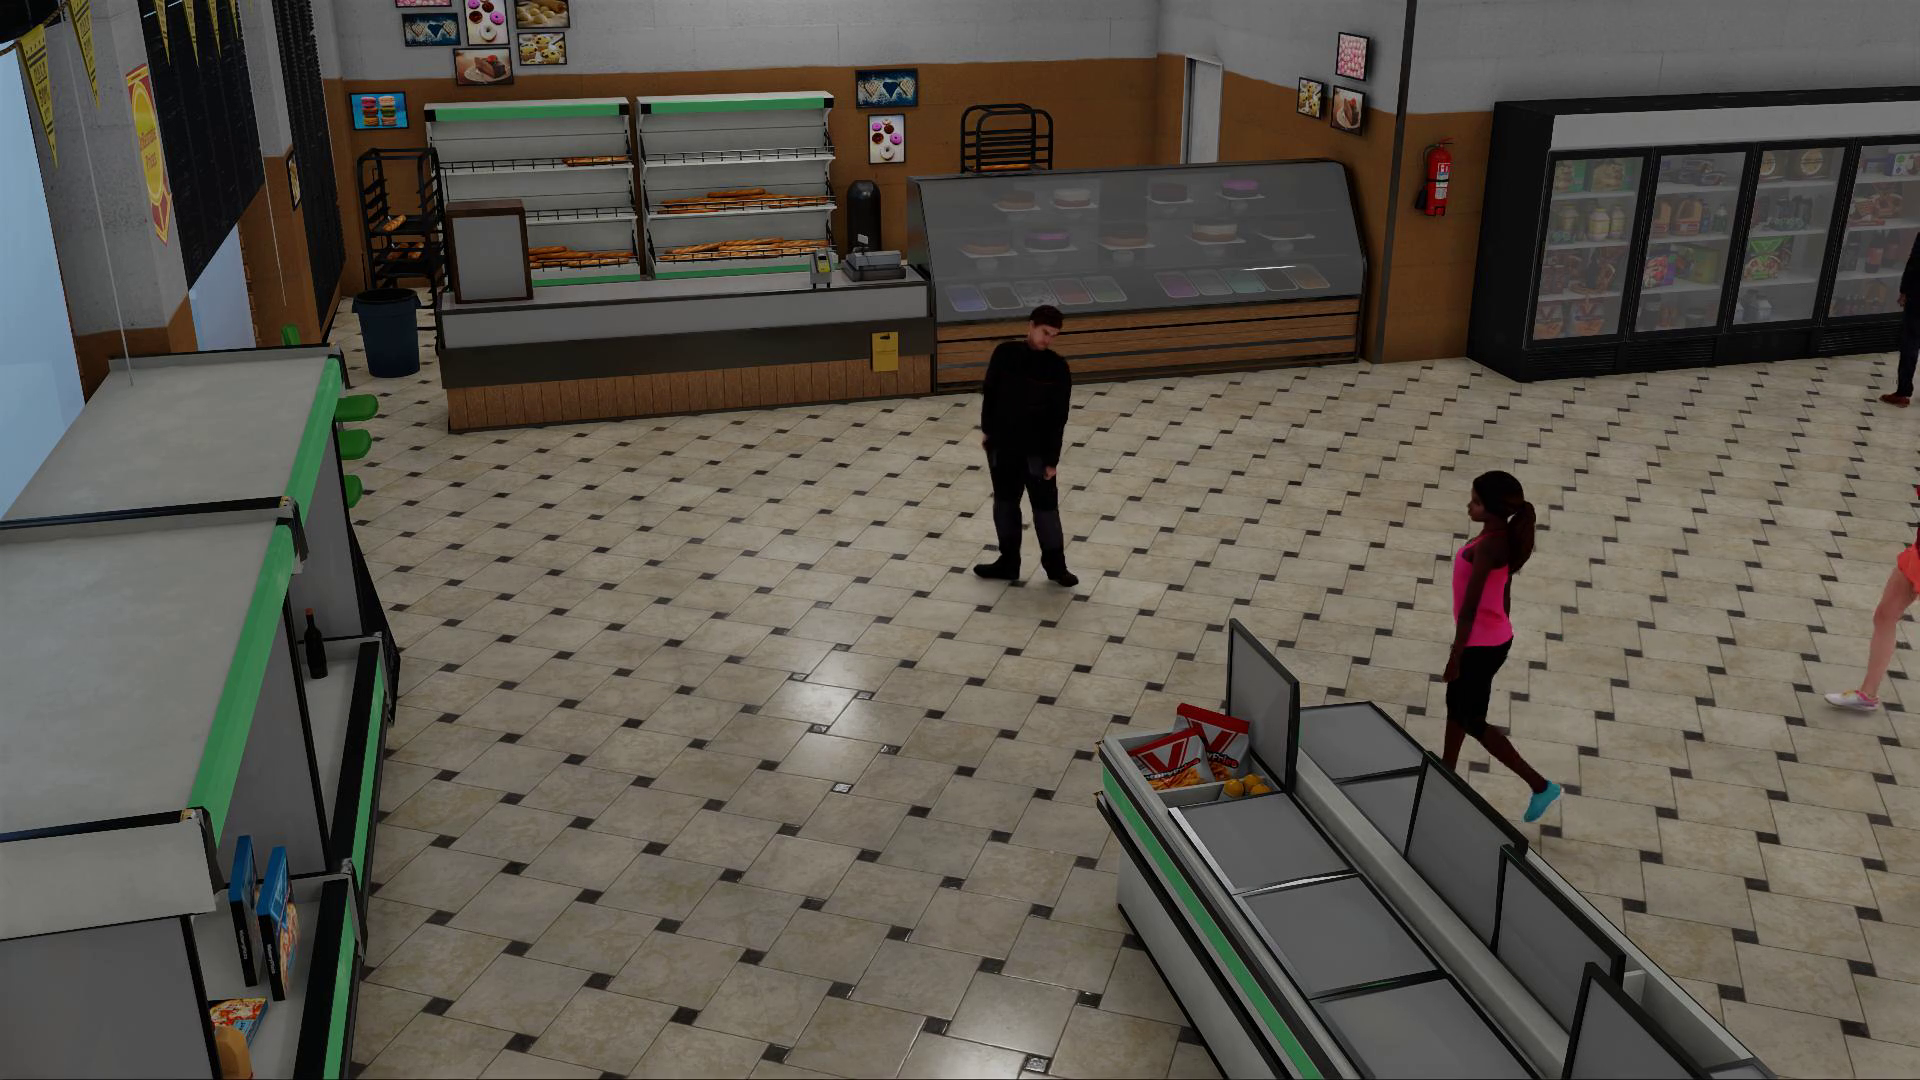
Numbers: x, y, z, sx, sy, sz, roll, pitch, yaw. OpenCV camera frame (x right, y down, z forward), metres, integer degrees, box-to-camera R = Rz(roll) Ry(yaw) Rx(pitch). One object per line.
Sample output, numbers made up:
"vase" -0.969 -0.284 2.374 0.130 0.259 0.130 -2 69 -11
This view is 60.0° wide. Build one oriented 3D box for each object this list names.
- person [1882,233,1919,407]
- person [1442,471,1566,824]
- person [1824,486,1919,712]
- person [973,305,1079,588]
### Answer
"person" 8.008 -1.983 13.672 0.816 1.812 0.805 1 22 4
"person" 2.450 0.518 7.582 1.063 1.710 0.968 16 27 35
"person" 5.051 0.165 8.450 1.015 1.719 1.108 6 23 15
"person" 0.360 -0.581 10.186 0.968 1.809 0.861 -17 28 -36
